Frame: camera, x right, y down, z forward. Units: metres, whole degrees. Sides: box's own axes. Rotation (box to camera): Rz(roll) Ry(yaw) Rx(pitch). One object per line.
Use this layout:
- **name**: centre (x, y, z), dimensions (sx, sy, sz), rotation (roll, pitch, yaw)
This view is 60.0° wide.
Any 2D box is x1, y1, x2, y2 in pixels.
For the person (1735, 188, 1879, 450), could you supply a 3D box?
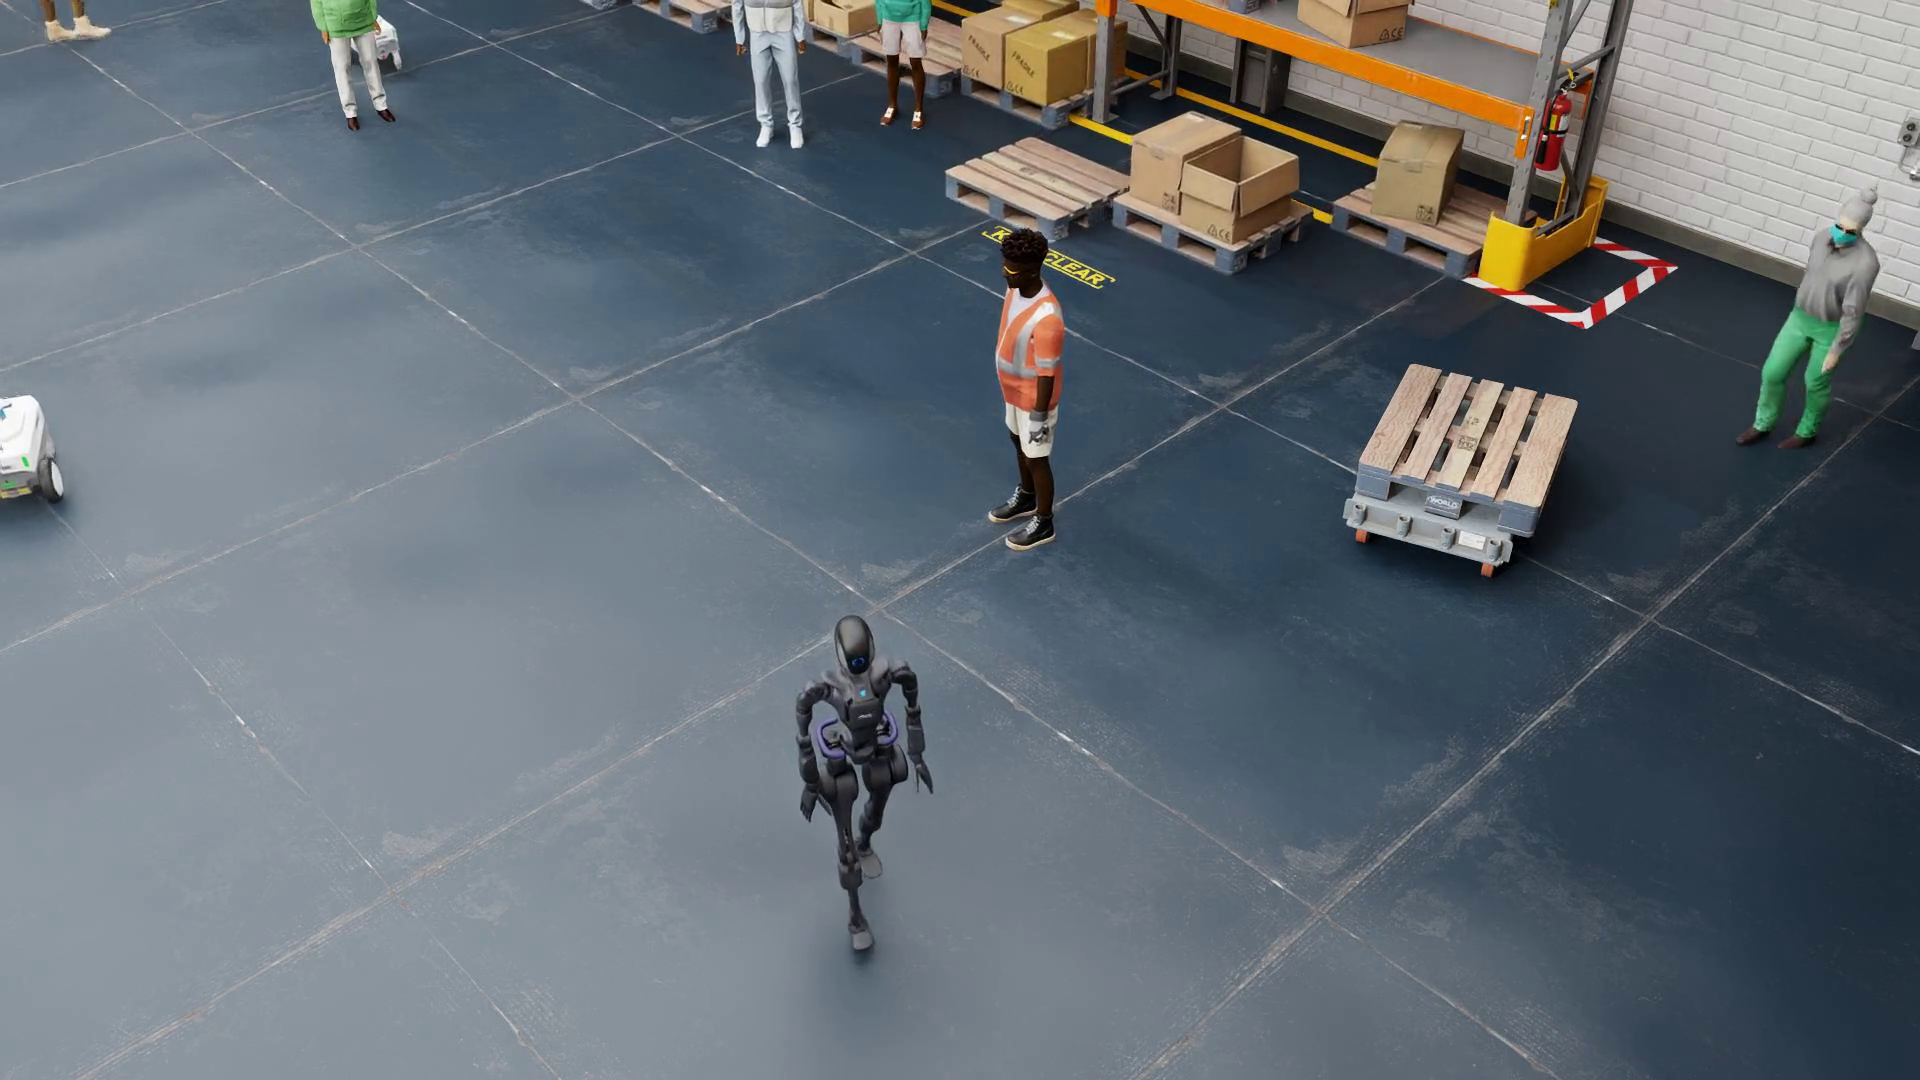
- **person**: centre (5.164, -1.290, 9.951), dimensions (0.630, 1.815, 0.535), rotation (-16, 40, -20)

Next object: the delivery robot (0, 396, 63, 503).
- **delivery robot**: centre (-5.718, -0.544, 10.001), dimensions (0.499, 0.575, 0.757), rotation (-12, 39, -15)

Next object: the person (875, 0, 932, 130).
- **person**: centre (-0.474, -4.418, 14.080), dimensions (0.496, 1.843, 0.404), rotation (10, 38, 13)

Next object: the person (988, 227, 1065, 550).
- **person**: centre (0.378, -0.837, 9.247), dimensions (0.369, 1.958, 0.596), rotation (-9, 38, -12)

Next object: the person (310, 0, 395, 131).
- **person**: centre (-5.184, -4.390, 14.089), dimensions (0.541, 1.784, 0.383), rotation (-22, 42, -26)

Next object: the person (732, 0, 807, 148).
- **person**: centre (-1.564, -4.192, 13.726), dimensions (0.600, 1.907, 0.398), rotation (1, 37, 1)

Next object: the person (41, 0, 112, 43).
- **person**: centre (-8.567, -5.721, 15.668), dimensions (0.719, 2.000, 0.603), rotation (-19, 41, -24)

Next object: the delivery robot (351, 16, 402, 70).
- **delivery robot**: centre (-5.533, -4.707, 15.535), dimensions (0.499, 0.604, 0.801), rotation (-24, 43, -29)

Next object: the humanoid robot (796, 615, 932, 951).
- **humanoid robot**: centre (-0.398, 0.979, 7.092), dimensions (0.585, 1.629, 0.715), rotation (-12, 39, -16)
